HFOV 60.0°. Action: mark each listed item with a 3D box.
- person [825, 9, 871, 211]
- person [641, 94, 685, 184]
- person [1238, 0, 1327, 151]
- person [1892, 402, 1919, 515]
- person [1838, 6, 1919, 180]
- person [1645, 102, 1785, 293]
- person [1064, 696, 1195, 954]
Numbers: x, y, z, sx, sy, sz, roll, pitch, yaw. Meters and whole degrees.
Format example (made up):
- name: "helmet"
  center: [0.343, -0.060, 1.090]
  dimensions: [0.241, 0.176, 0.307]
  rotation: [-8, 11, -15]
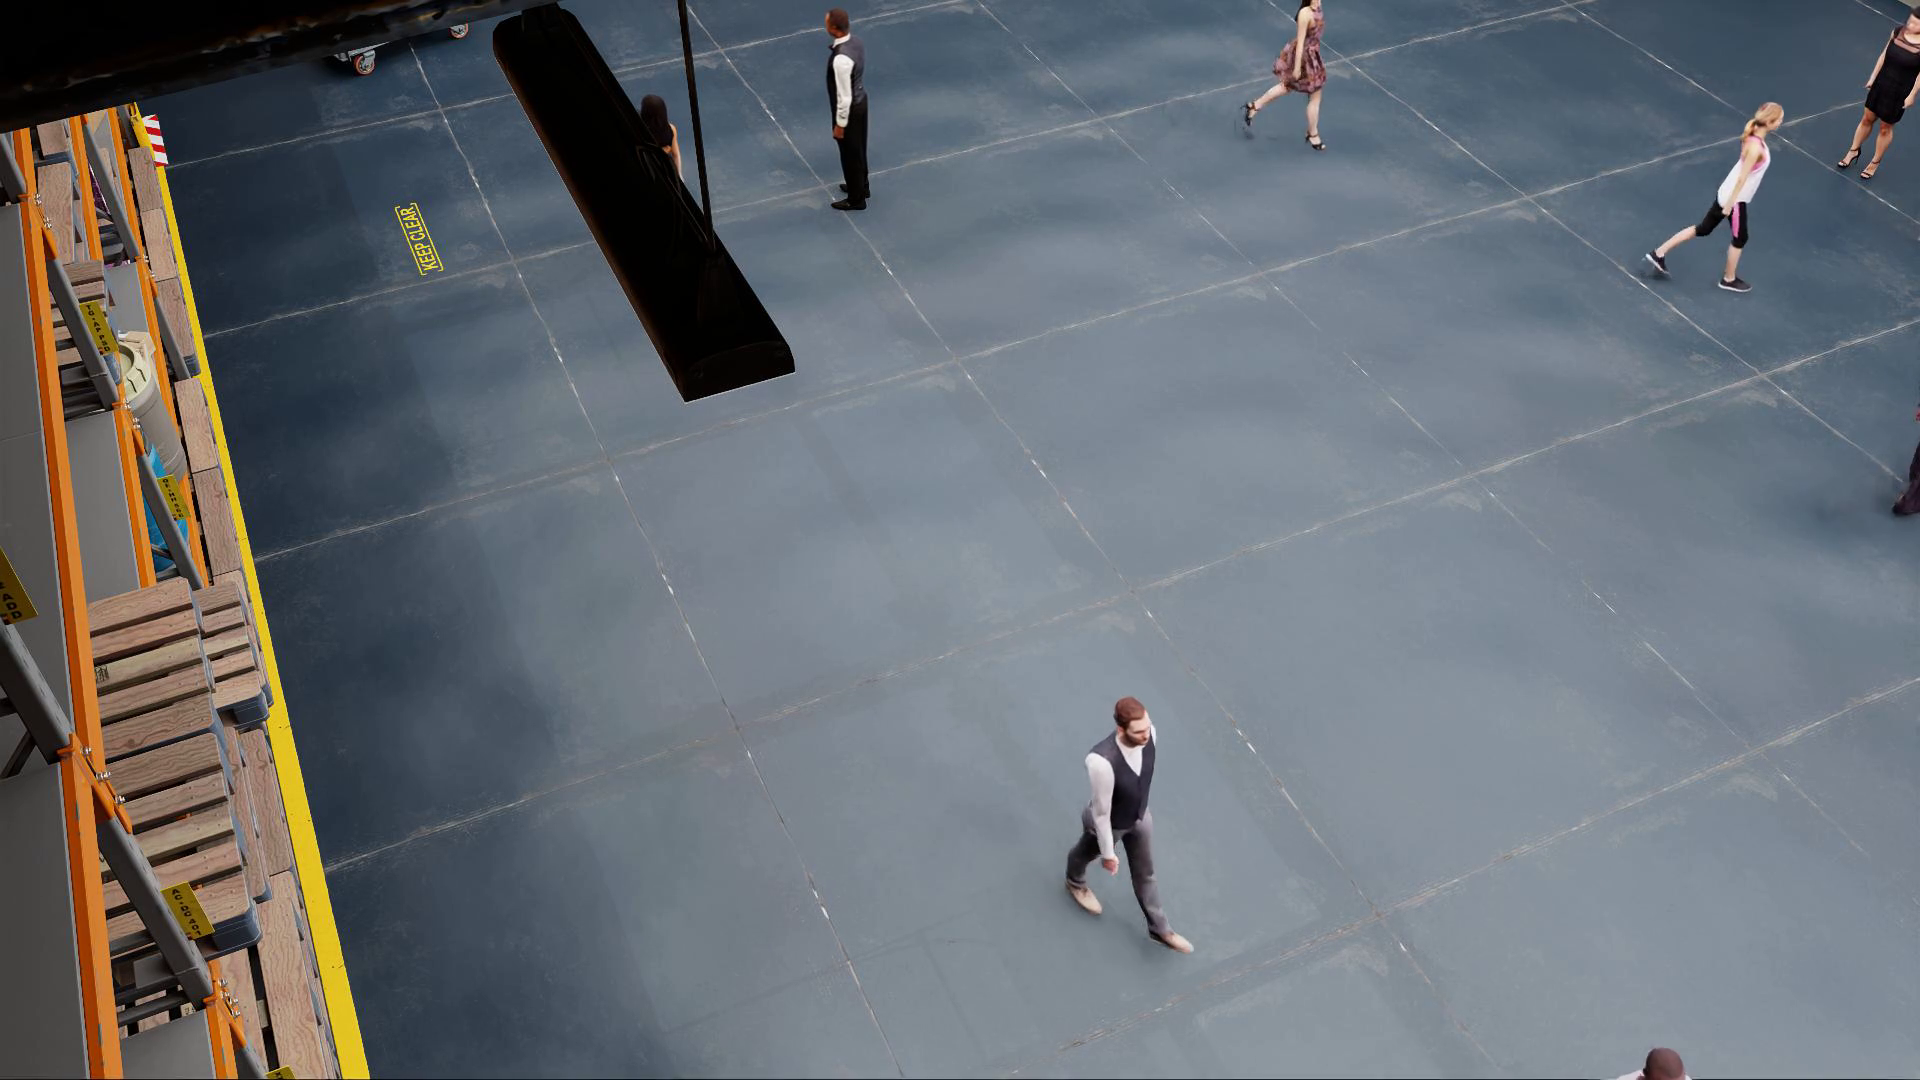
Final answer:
- name: "person"
  center: [-0.997, -3.879, 15.001]
  dimensions: [0.837, 1.917, 0.745]
  rotation: [9, 44, 10]
- name: "person"
  center: [-2.570, -3.085, 14.359]
  dimensions: [0.595, 1.652, 0.517]
  rotation: [-24, 49, -23]
- name: "person"
  center: [3.182, -4.551, 15.833]
  dimensions: [1.176, 1.743, 1.089]
  rotation: [15, 46, 15]
- name: "person"
  center: [7.162, -0.864, 12.057]
  dimensions: [0.778, 1.613, 0.907]
  rotation: [-24, 49, -23]
- name: "person"
  center: [8.669, -4.178, 15.464]
  dimensions: [0.720, 1.712, 0.554]
  rotation: [-22, 48, -21]
- name: "person"
  center: [6.446, -2.907, 14.102]
  dimensions: [1.165, 1.750, 1.145]
  rotation: [10, 45, 10]
- name: "person"
  center: [0.807, 1.493, 9.371]
  dimensions: [0.872, 1.906, 1.206]
  rotation: [-30, 51, -28]
